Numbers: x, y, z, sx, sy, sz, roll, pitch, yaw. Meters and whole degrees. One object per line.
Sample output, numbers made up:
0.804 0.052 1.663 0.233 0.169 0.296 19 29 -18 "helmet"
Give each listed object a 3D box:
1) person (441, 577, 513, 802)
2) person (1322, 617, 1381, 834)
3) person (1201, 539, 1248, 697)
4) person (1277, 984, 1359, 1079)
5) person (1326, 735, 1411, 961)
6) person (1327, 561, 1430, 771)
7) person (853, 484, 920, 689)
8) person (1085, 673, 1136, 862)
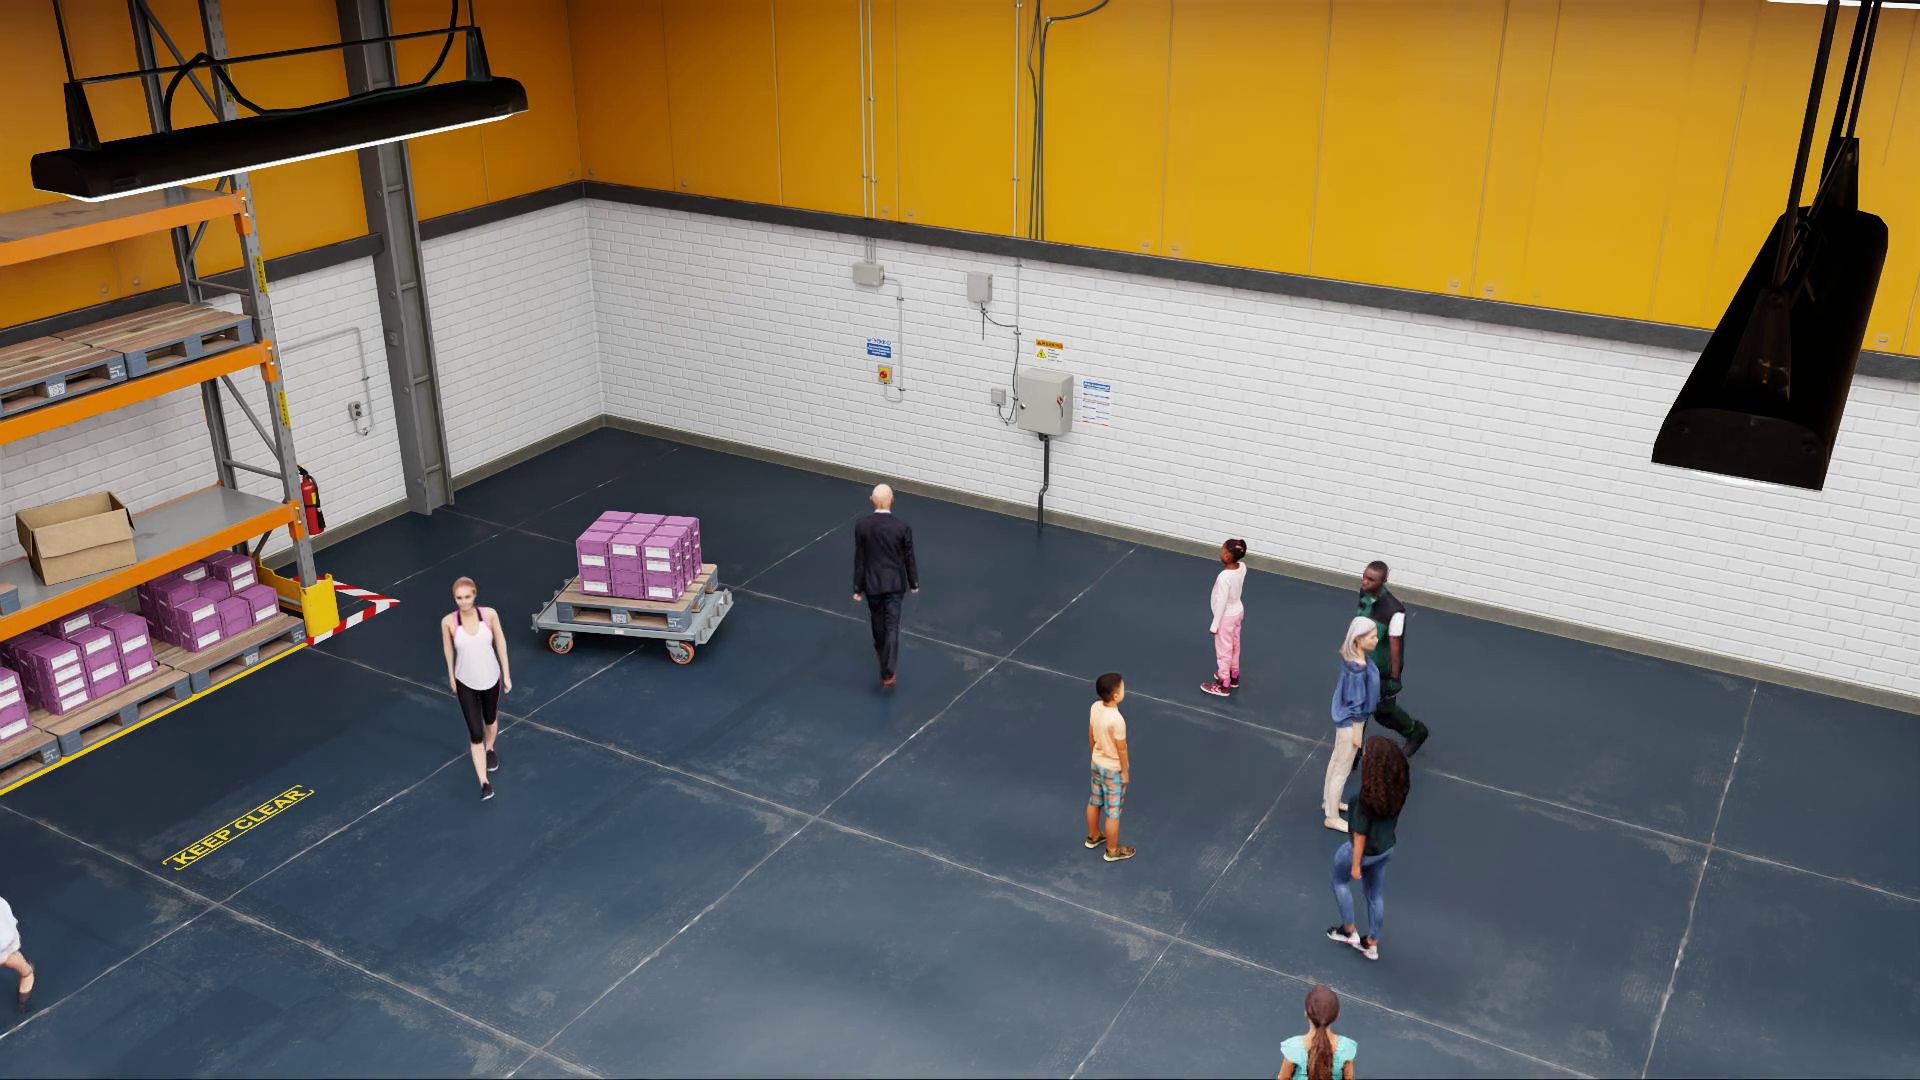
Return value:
-3.711 1.071 12.858 1.122 1.739 1.119 -9 25 -19 "person"
2.883 1.336 12.304 0.751 1.698 0.622 4 24 8 "person"
2.303 0.633 14.231 0.620 1.443 0.463 16 28 33 "person"
1.847 3.024 8.632 0.750 1.547 0.846 -1 24 -1 "person"
2.720 2.042 10.807 0.701 1.603 0.773 -16 28 -32 "person"
3.335 0.975 13.001 1.255 1.800 1.121 -11 26 -24 "person"
-0.655 0.420 14.308 1.074 1.771 1.315 1 24 3 "person"
1.067 1.615 11.962 0.604 1.461 0.590 -16 28 -32 "person"
